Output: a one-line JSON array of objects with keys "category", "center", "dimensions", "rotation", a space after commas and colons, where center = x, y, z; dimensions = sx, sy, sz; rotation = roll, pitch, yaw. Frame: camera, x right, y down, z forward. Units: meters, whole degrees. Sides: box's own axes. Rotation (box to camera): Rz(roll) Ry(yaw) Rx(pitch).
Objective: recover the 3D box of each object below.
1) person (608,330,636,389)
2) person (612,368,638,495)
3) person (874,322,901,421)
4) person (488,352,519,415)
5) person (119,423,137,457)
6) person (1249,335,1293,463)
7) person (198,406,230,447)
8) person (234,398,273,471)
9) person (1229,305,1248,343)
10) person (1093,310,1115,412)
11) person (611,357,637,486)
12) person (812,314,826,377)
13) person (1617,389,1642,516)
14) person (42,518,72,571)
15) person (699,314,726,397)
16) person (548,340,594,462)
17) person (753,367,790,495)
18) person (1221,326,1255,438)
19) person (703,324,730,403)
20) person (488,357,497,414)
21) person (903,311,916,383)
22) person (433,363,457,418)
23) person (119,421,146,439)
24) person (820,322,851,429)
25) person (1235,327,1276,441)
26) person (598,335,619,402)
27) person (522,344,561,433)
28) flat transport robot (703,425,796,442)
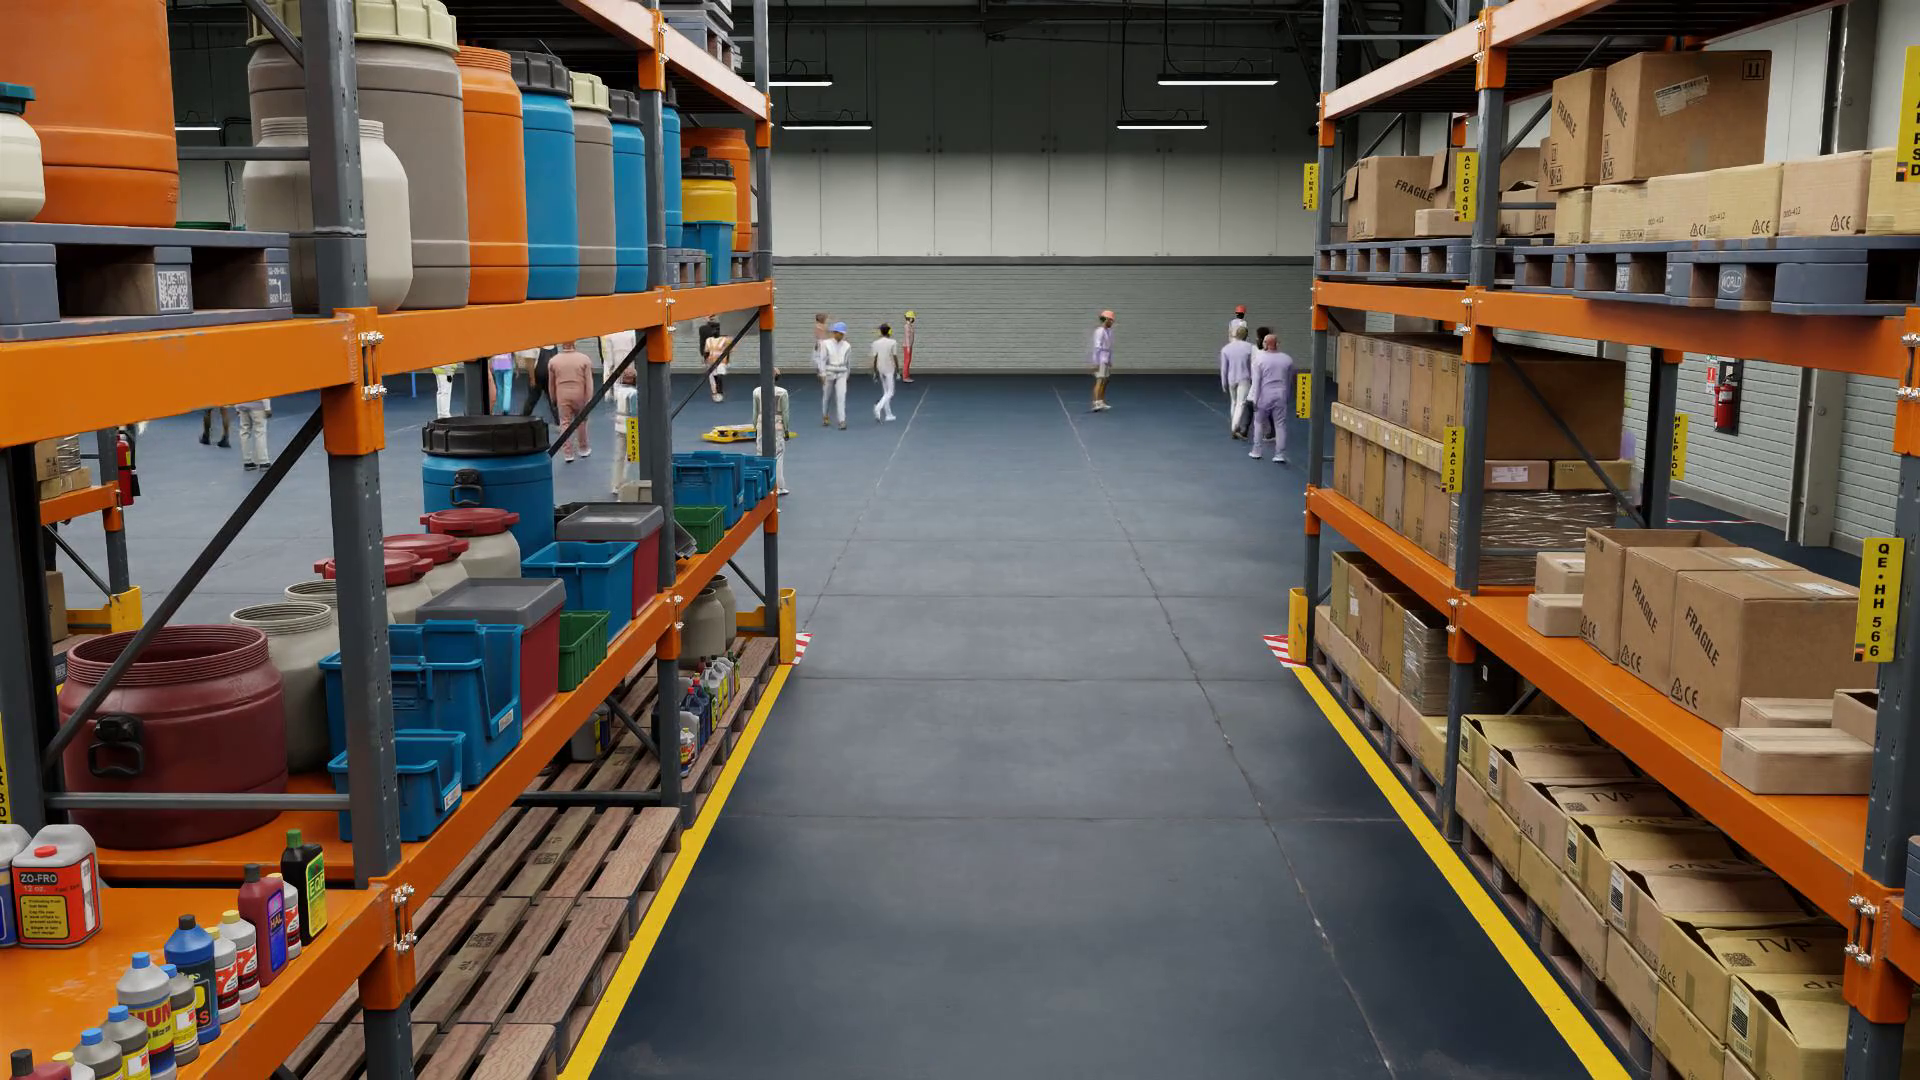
[{"category": "person", "center": [-6.871, -3.658, 33.990], "dimensions": [0.658, 1.889, 0.684], "rotation": [2, 10, 13]}, {"category": "person", "center": [-4.145, -1.387, 21.248], "dimensions": [0.751, 1.608, 0.512], "rotation": [-9, 13, -43]}, {"category": "person", "center": [-1.391, -3.127, 30.961], "dimensions": [0.526, 1.850, 0.739], "rotation": [6, 11, 33]}, {"category": "person", "center": [-8.784, -3.269, 31.936], "dimensions": [0.579, 1.807, 0.914], "rotation": [-2, 10, -12]}, {"category": "person", "center": [-12.672, -2.137, 25.118], "dimensions": [0.521, 1.826, 0.819], "rotation": [-3, 10, -17]}, {"category": "person", "center": [4.610, -2.107, 24.782], "dimensions": [0.673, 1.875, 0.835], "rotation": [-2, 10, -11]}, {"category": "person", "center": [-12.044, -2.463, 26.809], "dimensions": [0.912, 1.897, 0.569], "rotation": [9, 13, 43]}, {"category": "person", "center": [-10.091, -1.906, 23.720], "dimensions": [0.594, 1.829, 0.403], "rotation": [3, 10, 18]}, {"category": "person", "center": [6.659, -4.624, 39.651], "dimensions": [0.358, 1.937, 0.549], "rotation": [-7, 12, -37]}, {"category": "person", "center": [2.821, -3.548, 33.047], "dimensions": [0.393, 2.003, 0.872], "rotation": [3, 10, 17]}, {"category": "person", "center": [-4.216, -1.587, 21.905], "dimensions": [0.977, 1.799, 0.638], "rotation": [-7, 12, -35]}, {"category": "person", "center": [-3.625, -5.017, 42.931], "dimensions": [0.355, 1.631, 0.515], "rotation": [5, 11, 30]}, {"category": "person", "center": [5.720, -0.420, 14.662], "dimensions": [1.004, 1.869, 0.615], "rotation": [-4, 10, -25]}, {"category": "person", "center": [-7.649, -0.278, 13.676], "dimensions": [0.376, 1.917, 0.599], "rotation": [8, 12, 39]}, {"category": "person", "center": [-5.385, -4.086, 36.401], "dimensions": [0.618, 1.953, 0.843], "rotation": [-2, 10, -11]}, {"category": "person", "center": [-5.789, -2.126, 24.868], "dimensions": [0.679, 1.868, 0.905], "rotation": [-1, 9, -4]}, {"category": "person", "center": [-2.412, -1.392, 21.220], "dimensions": [0.513, 1.630, 0.318], "rotation": [4, 10, 21]}, {"category": "person", "center": [4.737, -2.701, 28.318], "dimensions": [0.617, 1.895, 0.973], "rotation": [5, 11, 30]}, {"category": "person", "center": [-5.154, -3.703, 34.927], "dimensions": [0.555, 1.658, 0.803], "rotation": [3, 10, 20]}, {"category": "person", "center": [-6.350, -1.741, 22.241], "dimensions": [0.399, 1.984, 0.610], "rotation": [-2, 10, -13]}, {"category": "person", "center": [-1.249, -4.774, 41.095], "dimensions": [0.337, 1.757, 0.518], "rotation": [1, 9, 3]}, {"category": "person", "center": [-9.524, -3.086, 30.773], "dimensions": [0.430, 1.835, 0.619], "rotation": [-5, 11, -29]}, {"category": "person", "center": [-14.016, -2.495, 27.856], "dimensions": [0.554, 1.613, 0.507], "rotation": [-3, 10, -19]}, {"category": "person", "center": [-2.258, -2.967, 29.844], "dimensions": [0.613, 1.904, 0.976], "rotation": [-3, 10, -19]}, {"category": "person", "center": [4.906, -2.557, 27.379], "dimensions": [0.964, 1.896, 0.683], "rotation": [-6, 11, -31]}, {"category": "person", "center": [-7.399, -3.870, 35.449], "dimensions": [0.640, 1.838, 0.429], "rotation": [6, 11, 30]}, {"category": "person", "center": [-7.296, -2.873, 28.982], "dimensions": [1.028, 2.000, 0.718], "rotation": [7, 12, 37]}, {"category": "flat transport robot", "center": [-3.532, -1.814, 27.929], "dimensions": [1.431, 0.197, 0.652], "rotation": [-7, 12, -35]}]
